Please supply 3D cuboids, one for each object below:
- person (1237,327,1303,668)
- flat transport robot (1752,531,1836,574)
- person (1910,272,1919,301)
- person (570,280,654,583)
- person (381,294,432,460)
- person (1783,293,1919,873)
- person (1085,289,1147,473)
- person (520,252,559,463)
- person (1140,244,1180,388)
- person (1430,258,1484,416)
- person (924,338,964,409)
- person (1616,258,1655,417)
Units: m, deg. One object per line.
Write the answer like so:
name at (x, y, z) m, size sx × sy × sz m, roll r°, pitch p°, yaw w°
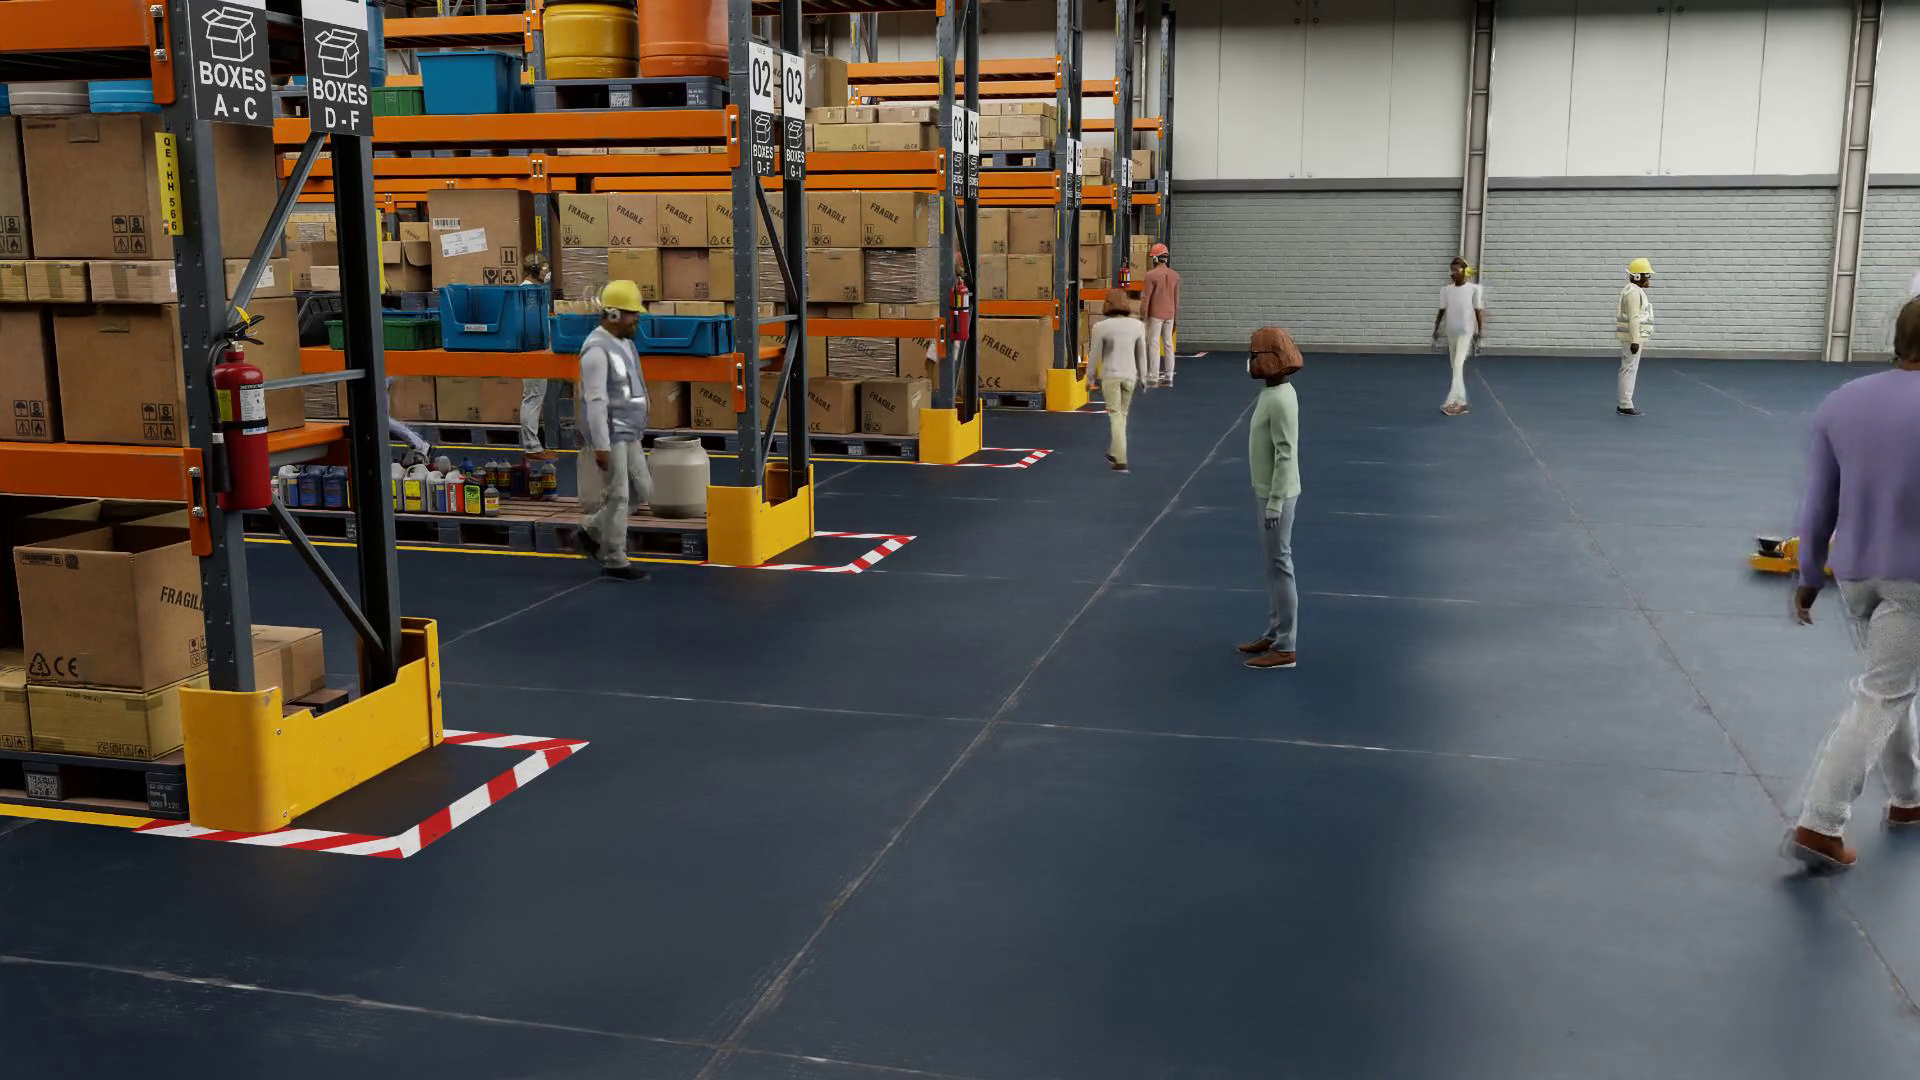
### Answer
person at (1.495, -0.201, 7.979) m, size 0.269 × 1.632 × 0.504 m, roll 1°, pitch 10°, yaw 6°
flat transport robot at (5.618, 0.120, 9.978) m, size 1.431 × 0.197 × 0.652 m, roll 9°, pitch 14°, yaw 41°
person at (15.207, -3.543, 26.014) m, size 0.654 × 1.796 × 0.921 m, roll -9°, pitch 14°, yaw -41°
person at (-2.069, -0.632, 9.873) m, size 0.511 × 1.807 × 0.623 m, roll 1°, pitch 10°, yaw 7°
person at (-4.996, -1.426, 14.445) m, size 0.727 × 1.744 × 0.522 m, roll 0°, pitch 10°, yaw -2°
person at (3.076, 0.129, 5.460) m, size 1.025 × 1.892 × 0.650 m, roll -5°, pitch 11°, yaw -27°
person at (1.357, -1.431, 14.850) m, size 0.527 × 1.597 × 0.777 m, roll -4°, pitch 11°, yaw -19°
person at (-3.925, -1.678, 15.346) m, size 0.365 × 1.932 × 0.628 m, roll -3°, pitch 11°, yaw -15°
person at (2.767, -3.106, 23.101) m, size 0.619 × 1.986 × 0.404 m, roll -7°, pitch 12°, yaw -34°
person at (5.753, -2.357, 19.388) m, size 0.930 × 1.825 × 0.547 m, roll -10°, pitch 14°, yaw -44°
person at (-0.269, -2.422, 19.533) m, size 0.820 × 1.906 × 0.551 m, roll 3°, pitch 11°, yaw 17°
person at (7.862, -2.358, 19.379) m, size 0.404 × 1.830 × 0.602 m, roll 3°, pitch 11°, yaw 17°
